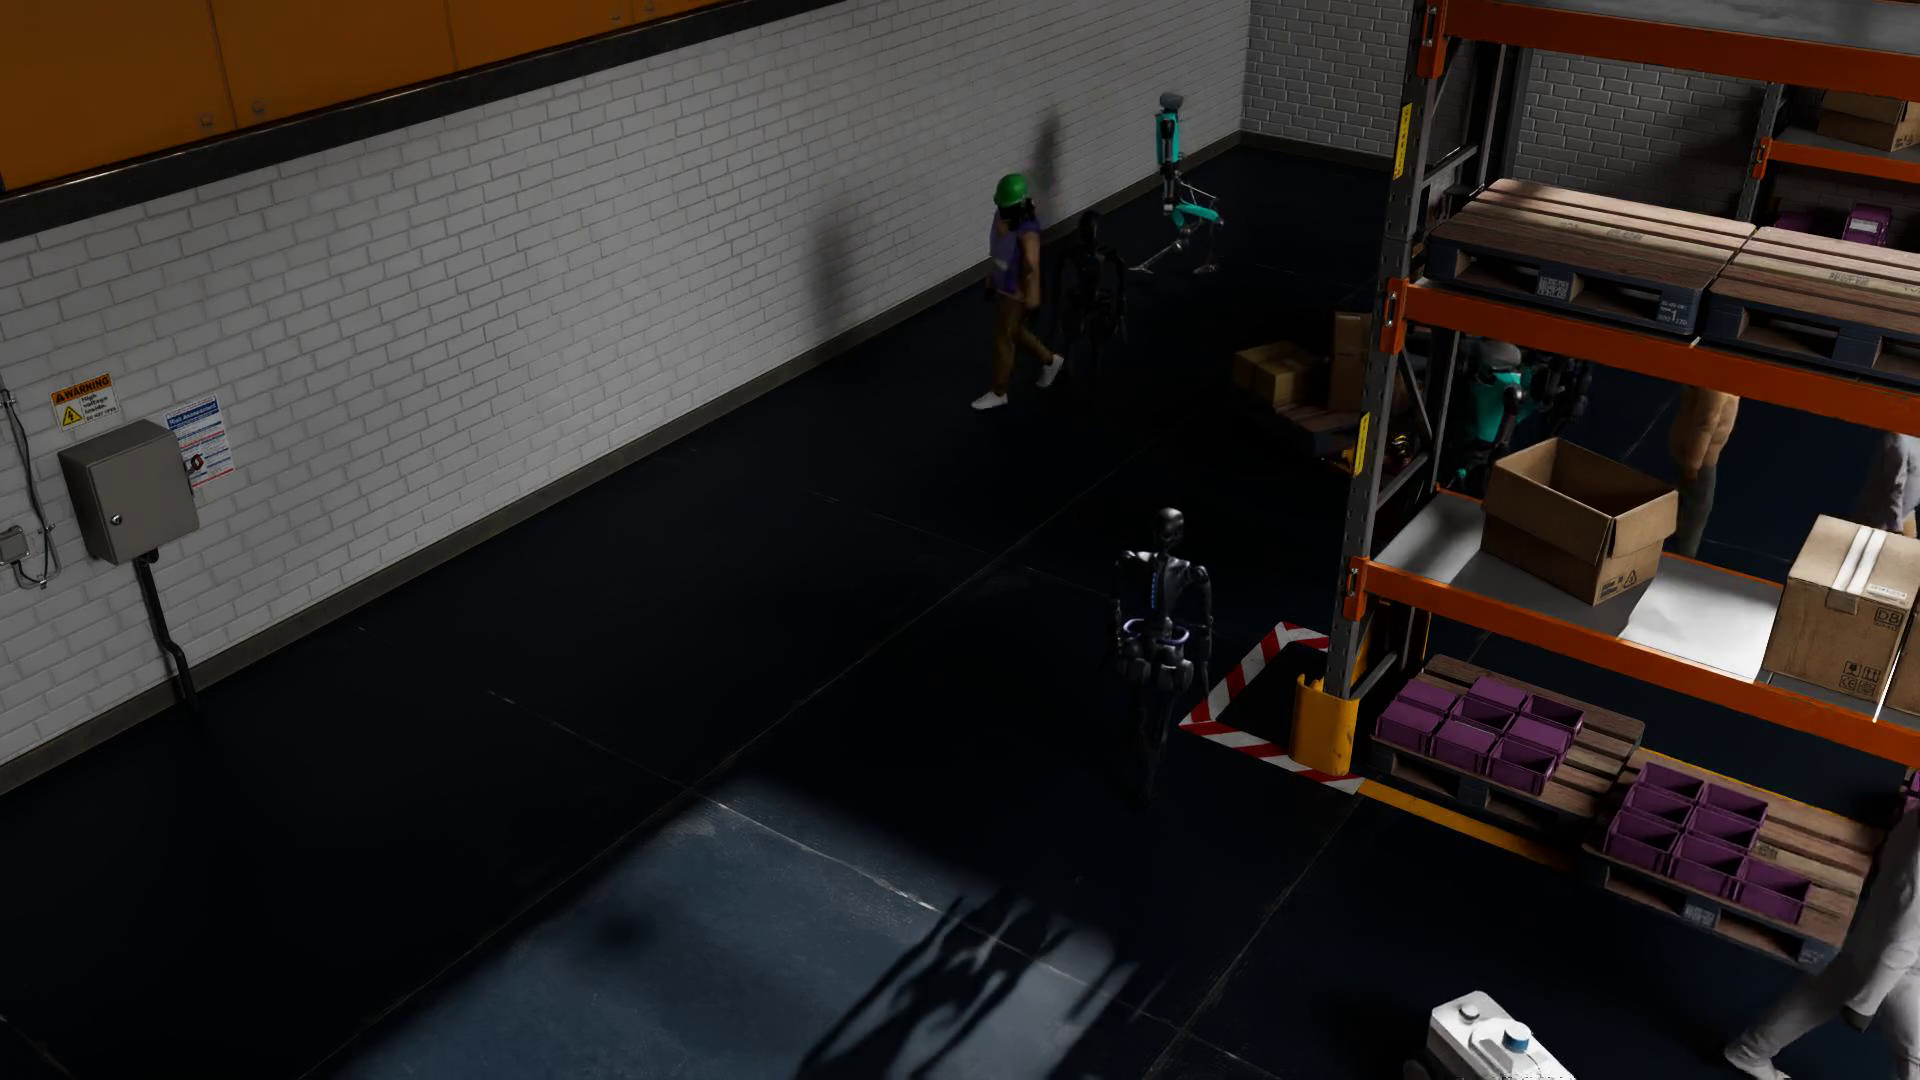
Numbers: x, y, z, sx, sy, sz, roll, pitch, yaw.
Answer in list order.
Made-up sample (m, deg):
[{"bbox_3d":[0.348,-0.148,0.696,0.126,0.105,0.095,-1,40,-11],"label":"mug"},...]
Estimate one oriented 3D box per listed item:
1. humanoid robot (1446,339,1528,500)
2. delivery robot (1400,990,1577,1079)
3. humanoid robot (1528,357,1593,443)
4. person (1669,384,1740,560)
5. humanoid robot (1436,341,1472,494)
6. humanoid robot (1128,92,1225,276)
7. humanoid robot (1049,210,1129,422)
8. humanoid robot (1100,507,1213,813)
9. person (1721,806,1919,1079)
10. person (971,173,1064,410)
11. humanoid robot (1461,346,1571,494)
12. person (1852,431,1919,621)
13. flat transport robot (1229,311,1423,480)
[{"bbox_3d":[2.966,-0.381,10.260,0.891,1.784,0.565,-7,31,-12],"label":"humanoid robot"},{"bbox_3d":[2.245,2.237,6.889,0.499,0.611,0.809,-14,33,-23],"label":"delivery robot"},{"bbox_3d":[4.159,-1.070,11.488,0.375,1.641,0.611,-8,31,-14],"label":"humanoid robot"},{"bbox_3d":[4.596,-0.610,10.512,0.673,1.855,0.577,10,31,17],"label":"person"},{"bbox_3d":[3.002,-0.469,10.449,0.384,1.648,0.610,-3,30,-4],"label":"humanoid robot"},{"bbox_3d":[2.089,-3.170,15.107,1.047,1.759,0.555,2,30,4],"label":"humanoid robot"},{"bbox_3d":[0.982,-1.688,12.560,0.616,1.653,0.312,6,30,10],"label":"humanoid robot"},{"bbox_3d":[1.032,0.572,8.667,0.608,1.621,0.737,12,32,19],"label":"humanoid robot"},{"bbox_3d":[3.731,1.662,6.582,1.070,1.847,0.641,13,32,21],"label":"person"},{"bbox_3d":[0.474,-1.929,12.765,0.800,1.886,0.538,-11,32,-19],"label":"person"},{"bbox_3d":[3.800,-1.055,11.502,0.789,1.897,0.567,-1,30,-2],"label":"humanoid robot"},{"bbox_3d":[5.602,-0.164,9.879,0.567,1.707,0.885,-21,36,-32],"label":"person"},{"bbox_3d":[2.755,-0.868,12.545,0.659,0.231,1.431,-15,33,-24],"label":"flat transport robot"}]
